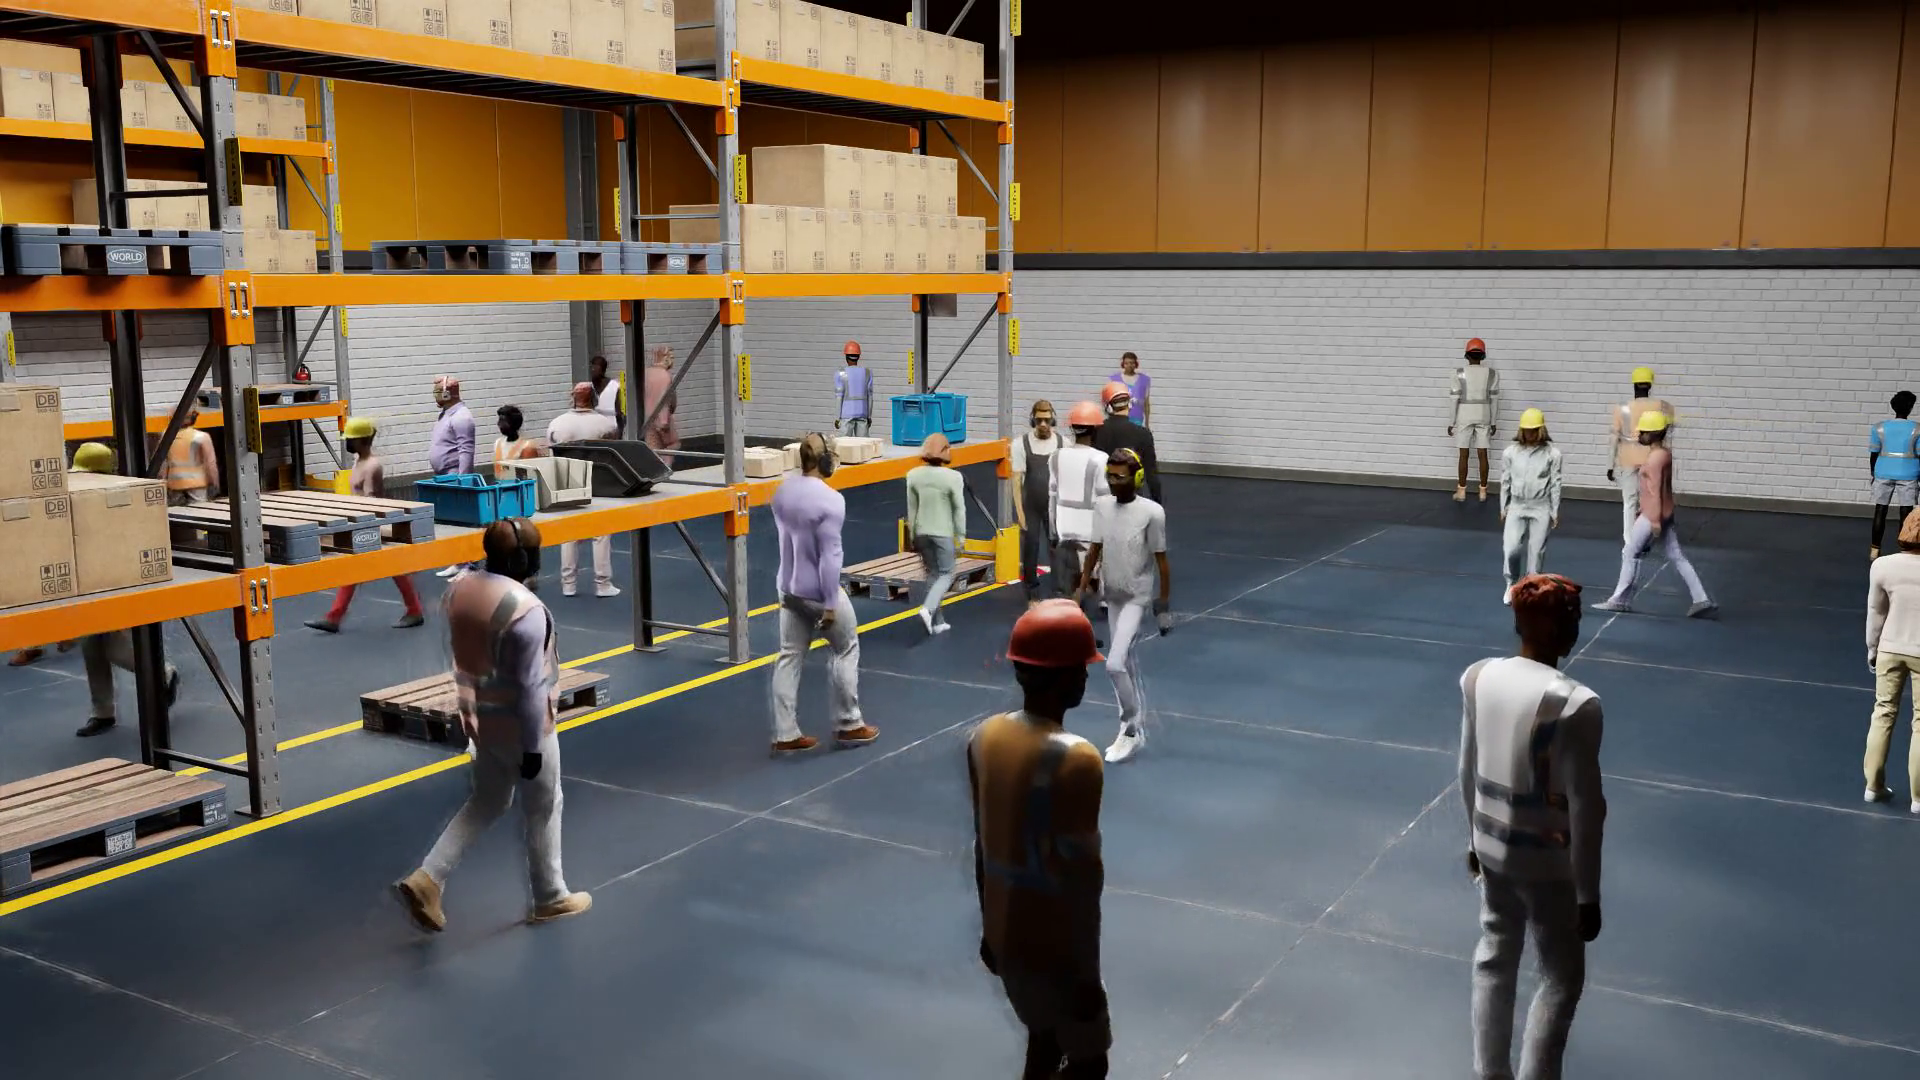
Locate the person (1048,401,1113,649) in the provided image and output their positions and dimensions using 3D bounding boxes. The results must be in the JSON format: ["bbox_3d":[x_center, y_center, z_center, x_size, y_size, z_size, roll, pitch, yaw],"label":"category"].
[{"bbox_3d":[0.841,-0.063,12.224,0.550,1.916,0.762,8,12,39],"label":"person"}]

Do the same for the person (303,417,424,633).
[{"bbox_3d":[-4.701,-0.113,13.124,0.925,1.710,0.549,-7,11,-35],"label":"person"}]

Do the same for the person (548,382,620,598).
[{"bbox_3d":[-3.279,-0.438,14.634,0.651,1.897,0.397,1,9,5],"label":"person"}]

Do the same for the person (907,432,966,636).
[{"bbox_3d":[-0.208,-0.030,12.938,0.503,1.614,0.585,5,10,27],"label":"person"}]

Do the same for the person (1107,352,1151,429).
[{"bbox_3d":[2.231,-1.594,22.059,0.575,1.825,0.658,1,9,4],"label":"person"}]

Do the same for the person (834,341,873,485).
[{"bbox_3d":[-1.429,-1.681,22.235,0.545,1.938,0.357,-4,10,-25],"label":"person"}]

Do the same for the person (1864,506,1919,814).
[{"bbox_3d":[5.048,0.626,8.807,0.277,1.629,0.497,-7,11,-36],"label":"person"}]

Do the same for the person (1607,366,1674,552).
[{"bbox_3d":[6.821,-0.790,16.729,0.609,1.915,0.416,1,9,9],"label":"person"}]

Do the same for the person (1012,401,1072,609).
[{"bbox_3d":[0.697,-0.235,13.635,0.531,1.798,0.923,-1,9,-6],"label":"person"}]

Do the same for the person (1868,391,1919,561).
[{"bbox_3d":[9.208,-0.616,16.341,0.535,1.697,0.318,7,12,38],"label":"person"}]

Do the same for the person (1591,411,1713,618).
[{"bbox_3d":[5.788,-0.210,13.729,0.916,1.720,0.524,7,12,38],"label":"person"}]

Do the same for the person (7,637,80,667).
[{"bbox_3d":[-6.775,-0.048,12.085,0.632,1.924,0.499,3,10,18],"label":"person"}]

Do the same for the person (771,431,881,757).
[{"bbox_3d":[-0.805,0.308,9.885,0.639,1.907,0.815,8,12,42],"label":"person"}]

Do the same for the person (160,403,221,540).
[{"bbox_3d":[-7.318,-0.504,15.833,0.548,1.625,0.369,1,9,6],"label":"person"}]

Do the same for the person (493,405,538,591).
[{"bbox_3d":[-3.985,-0.343,14.652,0.553,1.676,0.564,6,11,32],"label":"person"}]

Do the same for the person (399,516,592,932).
[{"bbox_3d":[-1.997,0.803,7.112,0.633,1.817,0.751,8,12,40],"label":"person"}]

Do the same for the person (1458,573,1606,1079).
[{"bbox_3d":[1.866,1.035,5.448,0.360,1.881,0.601,-4,10,-26],"label":"person"}]

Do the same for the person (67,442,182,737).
[{"bbox_3d":[-5.251,0.288,10.326,0.598,1.816,0.585,4,10,23],"label":"person"}]

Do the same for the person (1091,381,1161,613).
[{"bbox_3d":[1.324,-0.308,13.577,0.728,1.959,0.481,5,10,27],"label":"person"}]

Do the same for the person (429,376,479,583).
[{"bbox_3d":[-4.677,-0.558,15.334,0.401,1.904,0.648,-5,10,-30],"label":"person"}]

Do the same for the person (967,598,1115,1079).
[{"bbox_3d":[0.188,1.124,4.758,0.597,1.921,0.555,-6,11,-32],"label":"person"}]

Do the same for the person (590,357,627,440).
[{"bbox_3d":[-4.299,-1.342,20.456,0.642,1.845,1.081,7,11,36],"label":"person"}]

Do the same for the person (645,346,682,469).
[{"bbox_3d":[-3.915,-1.606,21.933,0.486,1.886,0.683,-6,11,-32],"label":"person"}]

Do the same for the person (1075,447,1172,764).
[{"bbox_3d":[0.918,0.376,9.684,0.592,1.844,0.536,-7,12,-38],"label":"person"}]

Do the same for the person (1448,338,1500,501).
[{"bbox_3d":[6.391,-1.494,20.738,0.605,2.045,0.383,1,9,5],"label":"person"}]

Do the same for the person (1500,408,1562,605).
[{"bbox_3d":[4.770,-0.244,13.930,0.487,1.730,0.350,3,10,20],"label":"person"}]
